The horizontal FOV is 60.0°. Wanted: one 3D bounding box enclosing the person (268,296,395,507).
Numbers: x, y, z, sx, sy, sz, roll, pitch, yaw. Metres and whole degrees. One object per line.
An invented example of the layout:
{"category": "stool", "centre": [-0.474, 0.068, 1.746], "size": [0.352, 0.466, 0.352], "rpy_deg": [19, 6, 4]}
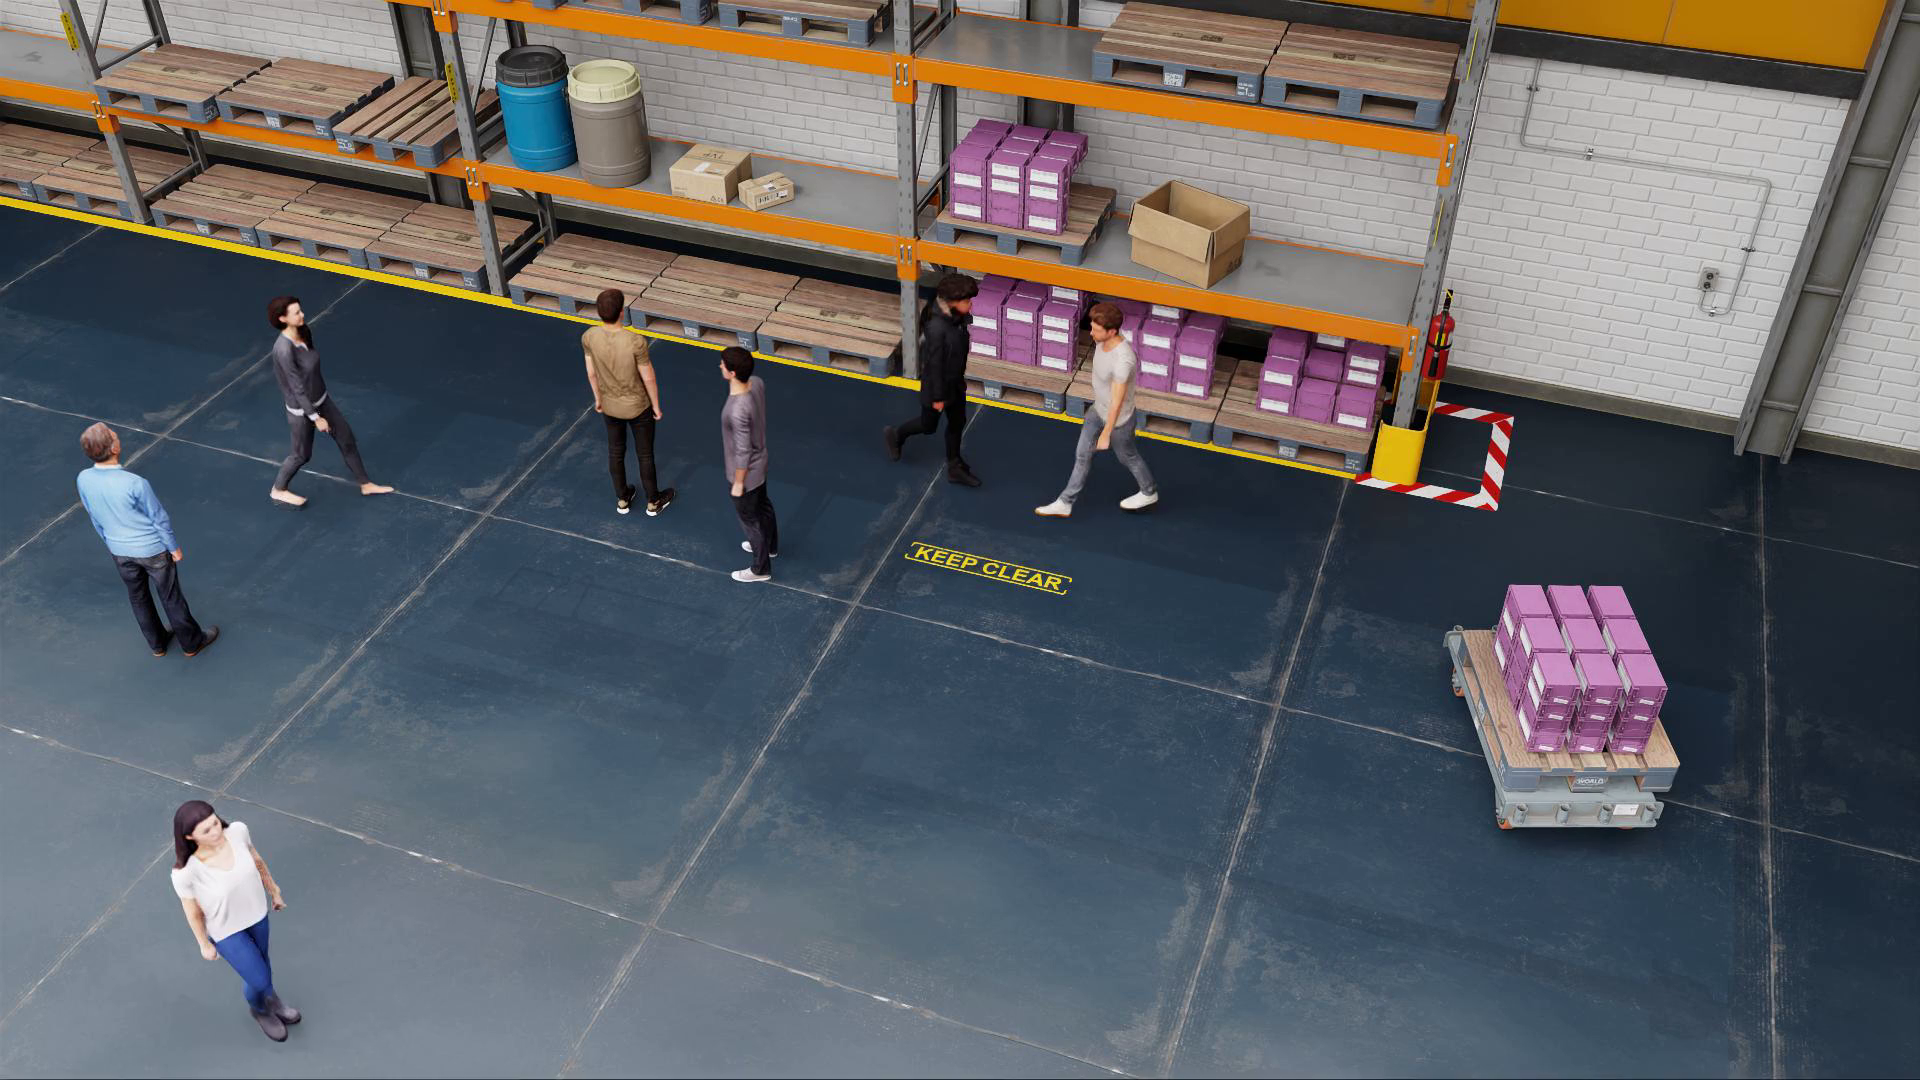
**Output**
{"category": "person", "centre": [-4.816, -0.951, 12.052], "size": [1.183, 1.733, 0.859], "rpy_deg": [0, 39, 1]}

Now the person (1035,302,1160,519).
{"category": "person", "centre": [1.183, -0.891, 11.900], "size": [1.313, 1.830, 1.177], "rpy_deg": [-10, 40, -12]}

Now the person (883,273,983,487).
{"category": "person", "centre": [-0.194, -1.190, 12.344], "size": [1.127, 1.742, 0.805], "rpy_deg": [26, 45, 29]}

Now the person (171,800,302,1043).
{"category": "person", "centre": [-3.758, 1.923, 8.499], "size": [0.566, 1.678, 0.622], "rpy_deg": [15, 41, 18]}

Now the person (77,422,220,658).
{"category": "person", "centre": [-5.324, 0.017, 10.771], "size": [0.586, 1.820, 0.762], "rpy_deg": [4, 39, 5]}

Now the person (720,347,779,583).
{"category": "person", "centre": [-1.450, -0.530, 11.429], "size": [0.598, 1.854, 0.711], "rpy_deg": [6, 39, 8]}

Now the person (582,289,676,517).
{"category": "person", "centre": [-2.417, -0.987, 12.003], "size": [0.542, 1.852, 0.750], "rpy_deg": [8, 39, 10]}
